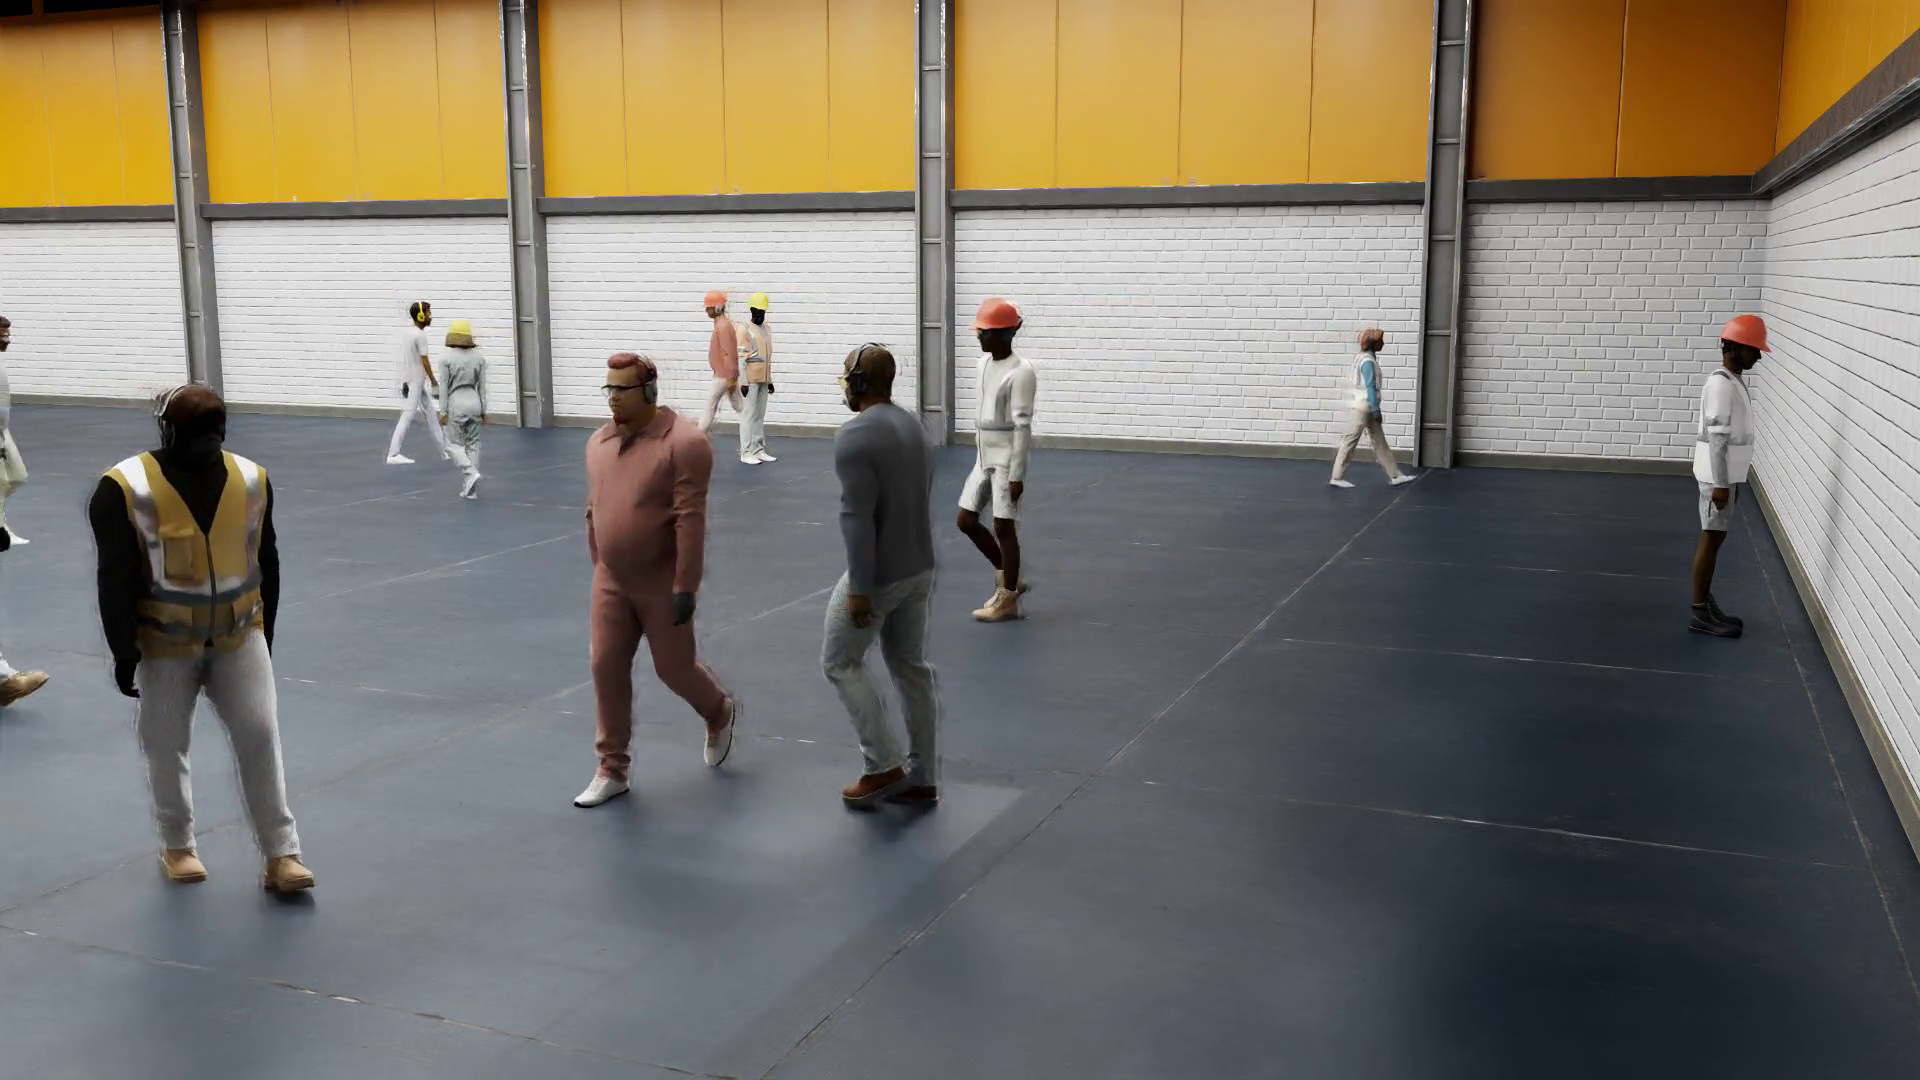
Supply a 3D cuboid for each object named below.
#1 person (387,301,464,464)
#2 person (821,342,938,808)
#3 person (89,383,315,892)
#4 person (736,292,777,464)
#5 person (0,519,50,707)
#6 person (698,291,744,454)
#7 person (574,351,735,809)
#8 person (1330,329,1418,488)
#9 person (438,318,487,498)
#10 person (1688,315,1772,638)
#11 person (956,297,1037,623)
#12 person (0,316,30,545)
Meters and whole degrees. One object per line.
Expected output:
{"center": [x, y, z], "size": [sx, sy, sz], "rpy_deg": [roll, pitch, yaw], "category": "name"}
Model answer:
{"center": [-6.050, -1.770, 18.752], "size": [0.988, 1.812, 0.538], "rpy_deg": [-5, 11, -30], "category": "person"}
{"center": [-0.290, 0.157, 6.792], "size": [0.504, 1.908, 0.645], "rpy_deg": [6, 11, 31], "category": "person"}
{"center": [-2.638, 0.371, 5.817], "size": [0.649, 1.810, 0.858], "rpy_deg": [-8, 12, -41], "category": "person"}
{"center": [-2.274, -1.816, 18.710], "size": [0.386, 1.920, 0.590], "rpy_deg": [5, 11, 27], "category": "person"}
{"center": [-5.041, -0.046, 8.351], "size": [0.974, 1.789, 0.637], "rpy_deg": [1, 9, 5], "category": "person"}
{"center": [-2.828, -1.943, 19.470], "size": [1.075, 1.922, 0.657], "rpy_deg": [-1, 9, -4], "category": "person"}
{"center": [-1.289, 0.137, 7.010], "size": [0.648, 1.877, 0.799], "rpy_deg": [4, 10, 25], "category": "person"}
{"center": [4.111, -1.292, 16.507], "size": [0.875, 1.587, 0.532], "rpy_deg": [3, 10, 18], "category": "person"}
{"center": [-4.665, -1.227, 15.720], "size": [0.485, 1.735, 0.514], "rpy_deg": [-9, 13, -44], "category": "person"}
{"center": [4.629, -0.387, 10.030], "size": [0.376, 1.928, 0.542], "rpy_deg": [5, 11, 29], "category": "person"}
{"center": [0.220, -0.481, 10.286], "size": [0.415, 2.029, 0.650], "rpy_deg": [-5, 11, -28], "category": "person"}
{"center": [-7.614, -0.846, 13.091], "size": [0.434, 1.835, 0.518], "rpy_deg": [-1, 9, -6], "category": "person"}
